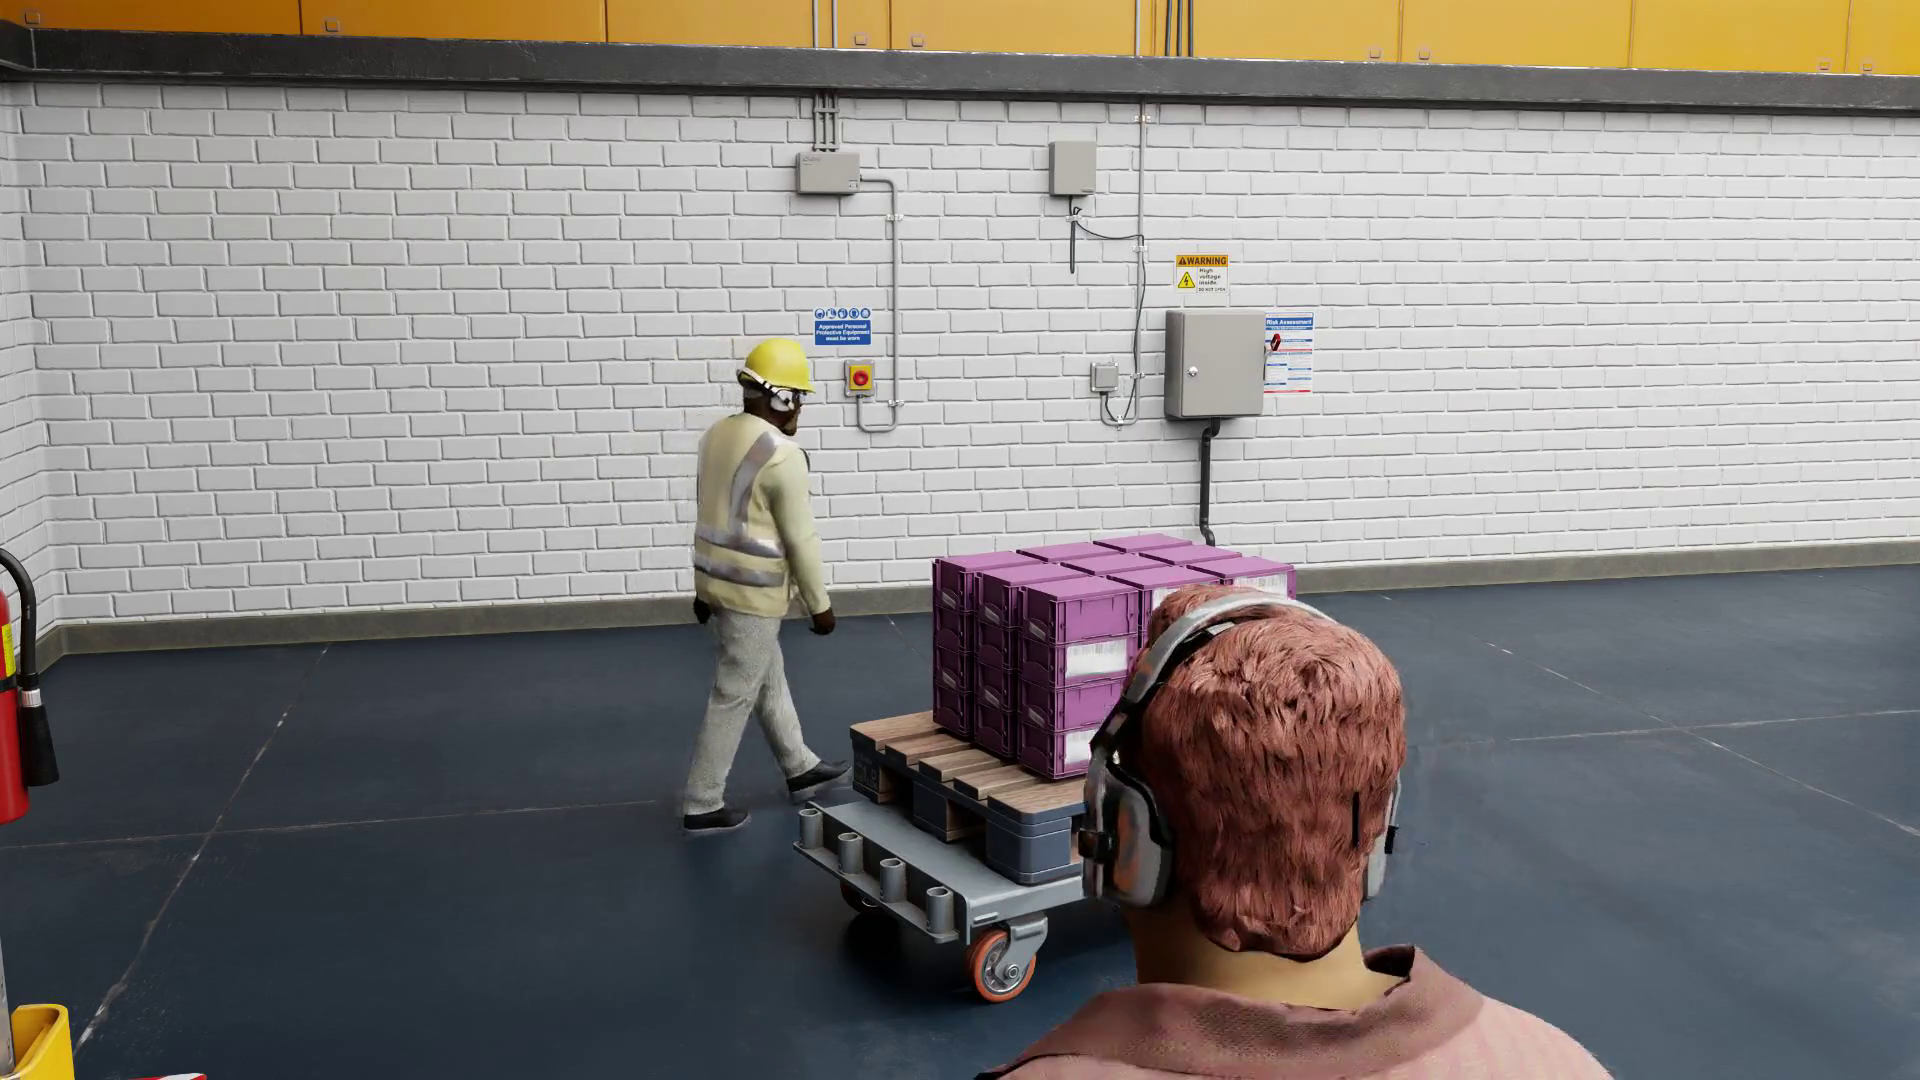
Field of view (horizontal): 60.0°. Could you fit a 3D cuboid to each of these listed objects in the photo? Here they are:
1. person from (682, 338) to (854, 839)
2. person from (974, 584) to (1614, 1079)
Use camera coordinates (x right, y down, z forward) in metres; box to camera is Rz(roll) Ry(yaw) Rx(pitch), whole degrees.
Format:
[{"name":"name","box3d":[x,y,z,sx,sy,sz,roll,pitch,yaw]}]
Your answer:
[{"name":"person","box3d":[-0.684,0.174,6.000,0.799,1.784,0.615,-6,12,-32]},{"name":"person","box3d":[0.199,0.972,1.263,0.667,1.887,0.464,-4,11,-21]}]
